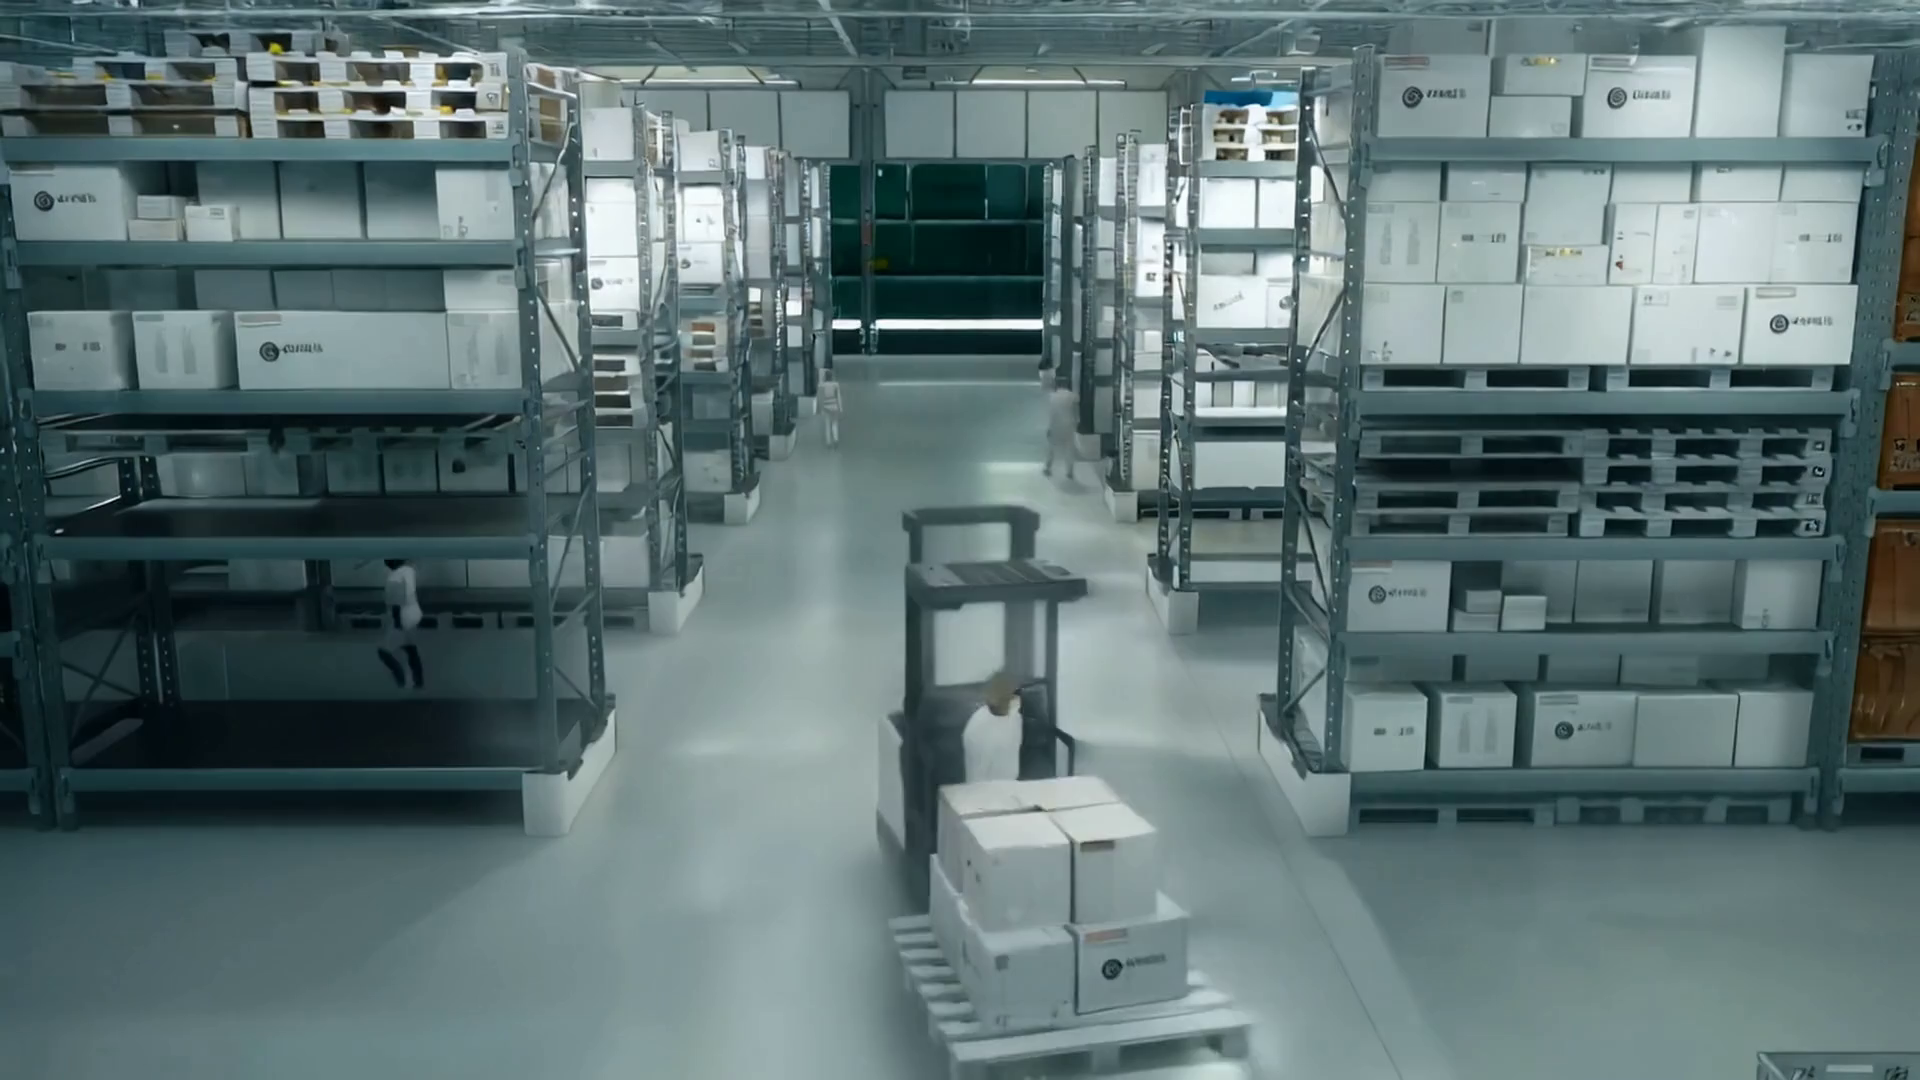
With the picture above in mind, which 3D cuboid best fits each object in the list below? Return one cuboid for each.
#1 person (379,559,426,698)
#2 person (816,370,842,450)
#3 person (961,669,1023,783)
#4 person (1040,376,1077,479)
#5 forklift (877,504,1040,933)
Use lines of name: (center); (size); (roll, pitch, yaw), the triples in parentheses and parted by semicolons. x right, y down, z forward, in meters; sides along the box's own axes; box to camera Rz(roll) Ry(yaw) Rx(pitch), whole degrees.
person: (-5.609, 0.818, 16.645); (0.452, 1.683, 0.543); (1, 11, 4)
person: (-2.694, -2.678, 34.130); (0.524, 1.603, 0.820); (-2, 12, -9)
person: (0.212, 1.788, 11.341); (1.034, 1.892, 0.647); (9, 15, 38)
person: (1.822, -2.062, 30.470); (0.671, 1.850, 1.037); (-4, 12, -20)
forklift: (0.074, 1.148, 12.010); (1.129, 2.768, 1.873); (-3, 12, -14)
